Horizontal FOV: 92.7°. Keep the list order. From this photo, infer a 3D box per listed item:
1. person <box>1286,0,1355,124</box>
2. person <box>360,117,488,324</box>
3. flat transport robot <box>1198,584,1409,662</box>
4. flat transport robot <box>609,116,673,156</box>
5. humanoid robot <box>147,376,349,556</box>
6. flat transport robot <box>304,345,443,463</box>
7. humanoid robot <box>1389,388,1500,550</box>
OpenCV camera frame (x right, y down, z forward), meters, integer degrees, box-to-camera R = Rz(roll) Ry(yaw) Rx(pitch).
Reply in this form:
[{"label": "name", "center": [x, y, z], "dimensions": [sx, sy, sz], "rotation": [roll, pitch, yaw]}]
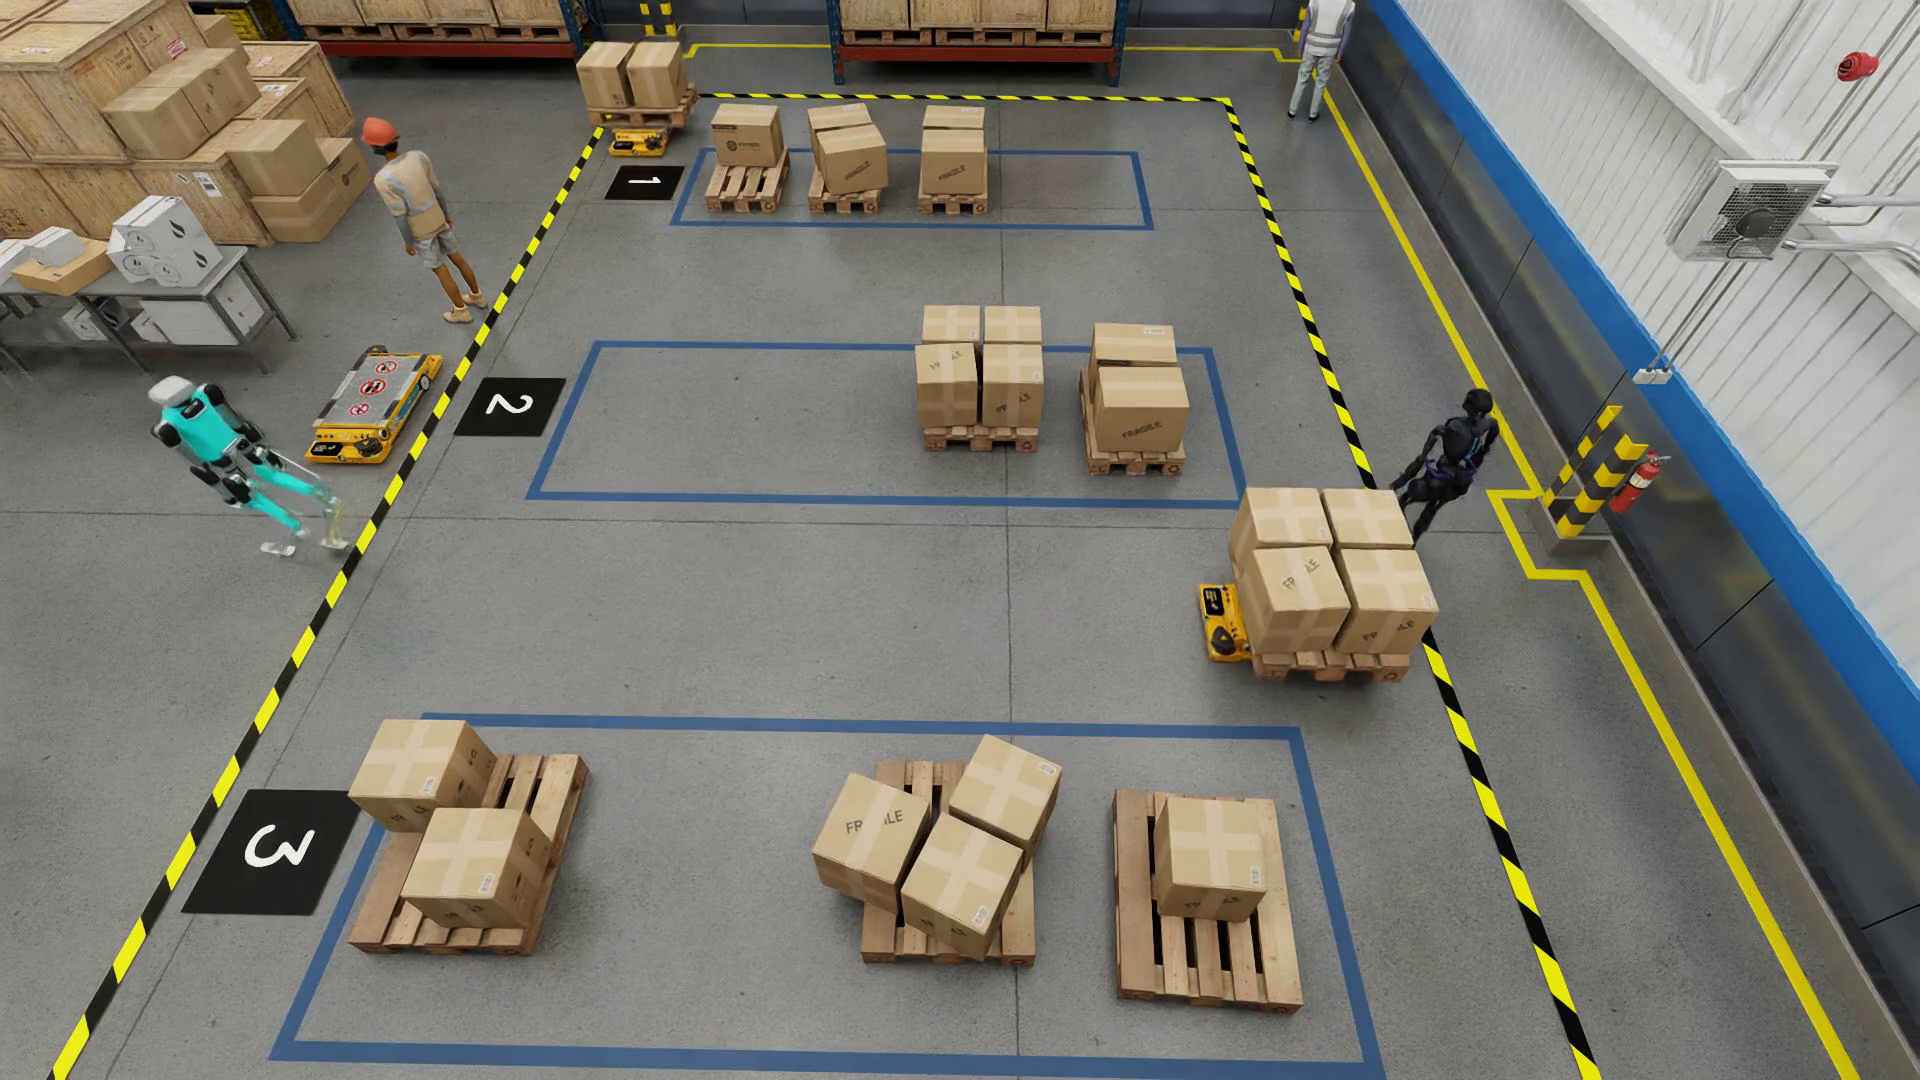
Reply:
[{"label": "person", "center": [4.583, -6.251, 11.628], "dimensions": [0.589, 1.837, 0.404], "rotation": [16, 52, 13]}, {"label": "person", "center": [-5.107, -3.006, 8.747], "dimensions": [0.362, 2.048, 0.609], "rotation": [14, 51, 12]}, {"label": "flat transport robot", "center": [2.557, 0.591, 6.848], "dimensions": [1.431, 0.197, 0.652], "rotation": [1, 50, 1]}, {"label": "flat transport robot", "center": [-4.083, -5.453, 11.963], "dimensions": [0.652, 0.197, 1.431], "rotation": [1, 50, 1]}, {"label": "humanoid robot", "center": [-5.134, -0.445, 6.786], "dimensions": [0.922, 1.762, 0.537], "rotation": [9, 50, 8]}, {"label": "flat transport robot", "center": [-5.383, -1.269, 8.441], "dimensions": [0.659, 0.231, 1.431], "rotation": [1, 50, 1]}, {"label": "humanoid robot", "center": [3.585, -0.452, 6.824], "dimensions": [0.599, 1.644, 0.390], "rotation": [-6, 50, -5]}]
